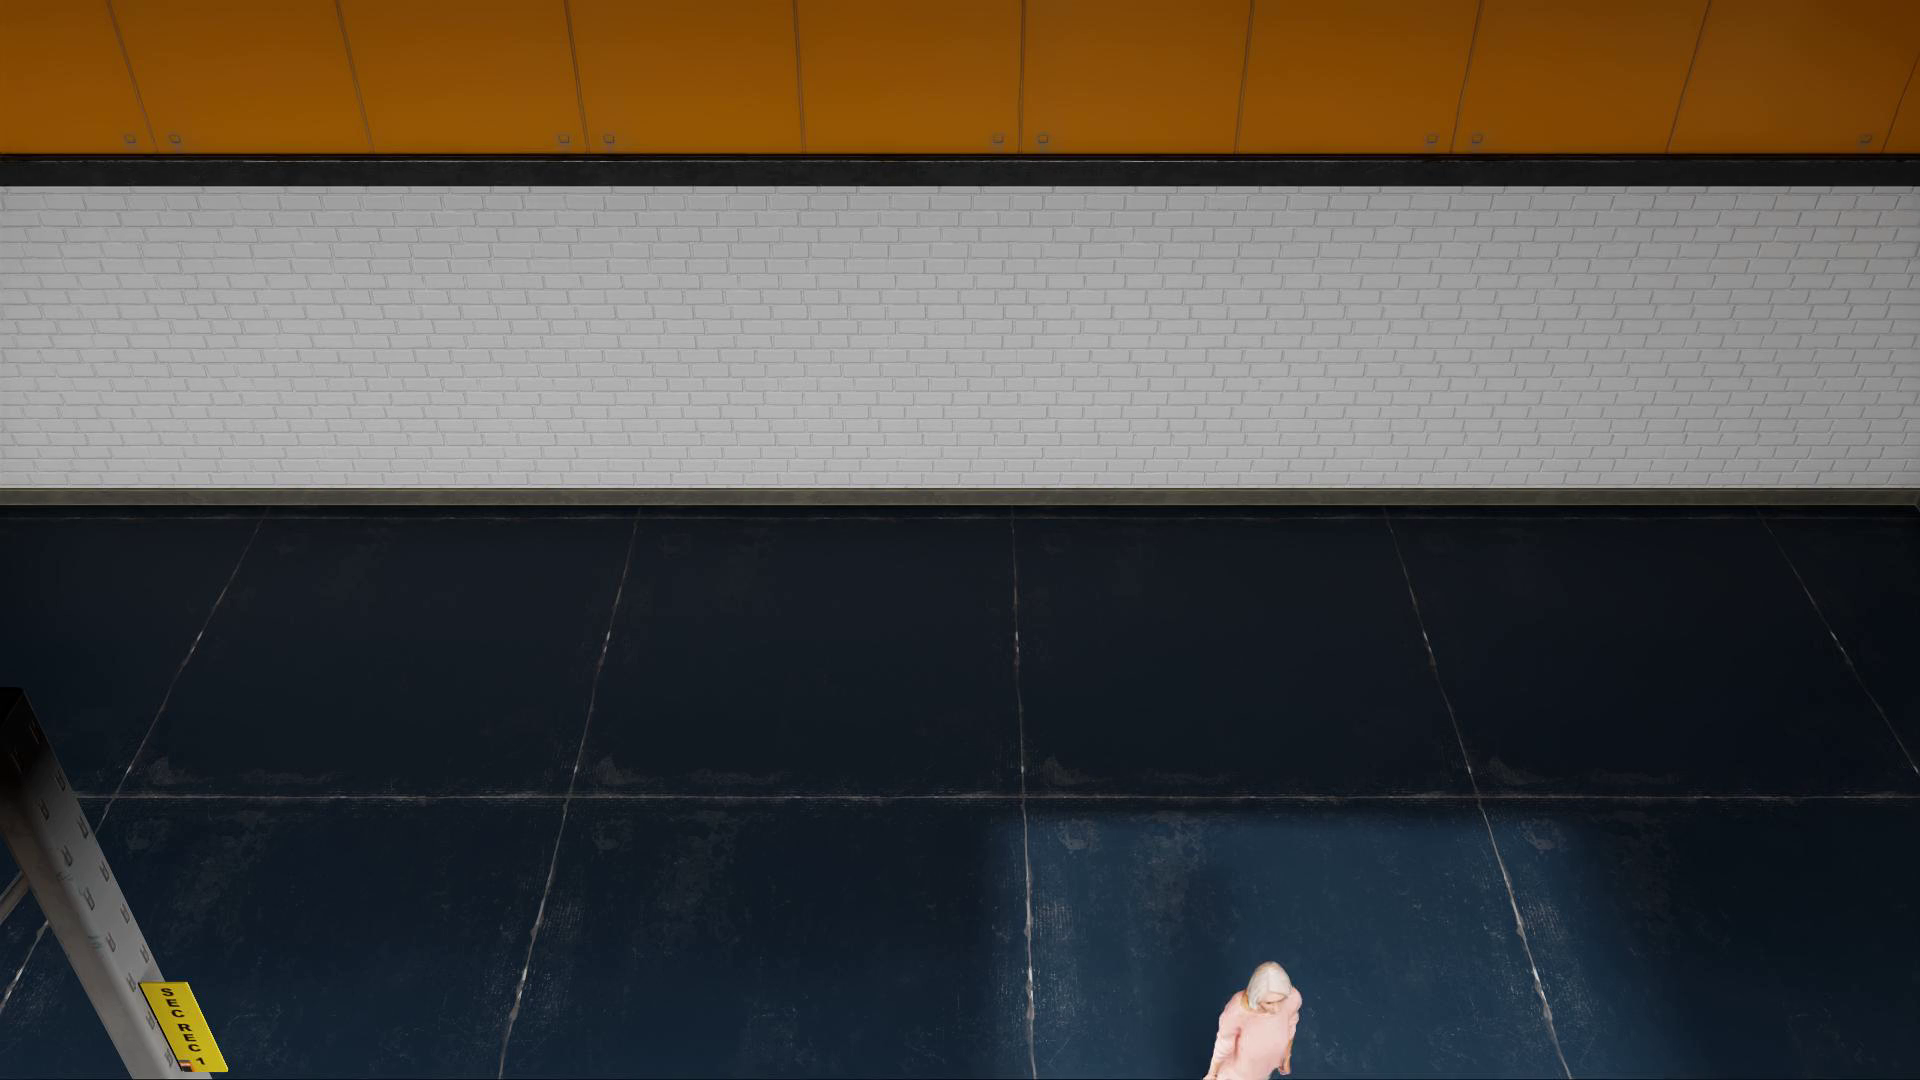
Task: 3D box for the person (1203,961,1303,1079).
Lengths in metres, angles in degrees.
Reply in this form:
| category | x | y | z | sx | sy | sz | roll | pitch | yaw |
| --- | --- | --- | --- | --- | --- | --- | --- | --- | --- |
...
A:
| category | x | y | z | sx | sy | sz | roll | pitch | yaw |
| --- | --- | --- | --- | --- | --- | --- | --- | --- | --- |
| person | 1.448 | 2.625 | 8.425 | 0.812 | 1.712 | 0.865 | -23 | 44 | -26 |
